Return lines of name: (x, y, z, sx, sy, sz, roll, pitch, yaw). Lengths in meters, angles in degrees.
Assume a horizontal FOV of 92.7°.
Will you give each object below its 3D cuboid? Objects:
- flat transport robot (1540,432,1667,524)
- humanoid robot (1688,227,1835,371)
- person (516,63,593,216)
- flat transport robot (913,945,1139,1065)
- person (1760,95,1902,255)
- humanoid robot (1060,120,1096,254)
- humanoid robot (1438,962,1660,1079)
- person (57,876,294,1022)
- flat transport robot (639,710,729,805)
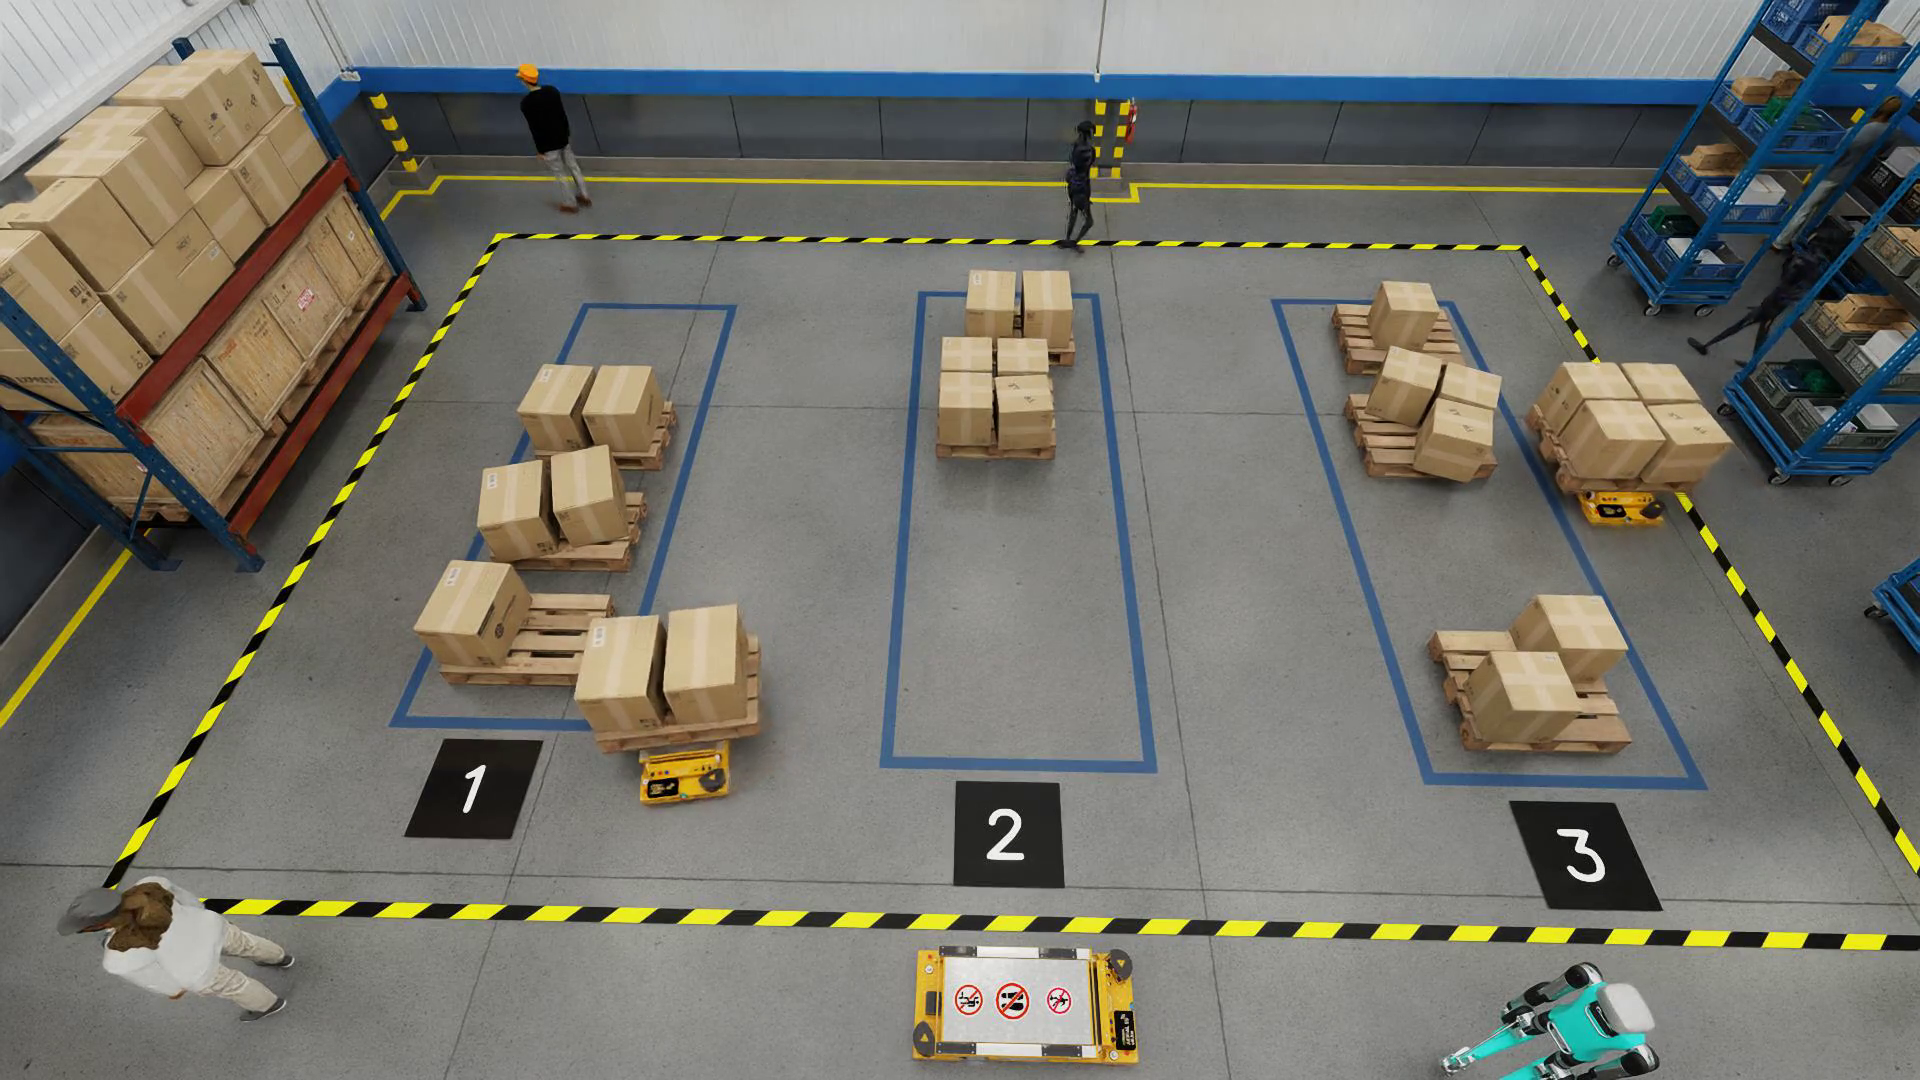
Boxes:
flat transport robot: (6.332, -0.763, 9.090, 0.652, 0.197, 1.431, 1, 51, 1)
humanoid robot: (8.574, -2.550, 9.677, 0.611, 1.625, 0.752, -30, 57, -22)
person: (-5.126, -5.028, 11.542, 0.380, 1.882, 0.589, 22, 54, 17)
flat transport robot: (0.422, 3.041, 6.007, 1.431, 0.231, 0.659, 1, 51, 1)
person: (10.437, -4.310, 10.932, 0.620, 1.932, 0.370, 0, 51, 0)
humanoid robot: (1.443, -4.242, 11.036, 0.387, 1.651, 0.585, -8, 51, -6)
humanoid robot: (3.108, 2.873, 5.113, 0.735, 1.672, 0.533, -12, 52, -10)
person: (-4.624, 2.458, 5.514, 0.397, 1.767, 0.569, -9, 51, -7)
flat transport robot: (-2.181, 1.373, 7.349, 0.652, 0.197, 1.431, -6, 51, -5)
